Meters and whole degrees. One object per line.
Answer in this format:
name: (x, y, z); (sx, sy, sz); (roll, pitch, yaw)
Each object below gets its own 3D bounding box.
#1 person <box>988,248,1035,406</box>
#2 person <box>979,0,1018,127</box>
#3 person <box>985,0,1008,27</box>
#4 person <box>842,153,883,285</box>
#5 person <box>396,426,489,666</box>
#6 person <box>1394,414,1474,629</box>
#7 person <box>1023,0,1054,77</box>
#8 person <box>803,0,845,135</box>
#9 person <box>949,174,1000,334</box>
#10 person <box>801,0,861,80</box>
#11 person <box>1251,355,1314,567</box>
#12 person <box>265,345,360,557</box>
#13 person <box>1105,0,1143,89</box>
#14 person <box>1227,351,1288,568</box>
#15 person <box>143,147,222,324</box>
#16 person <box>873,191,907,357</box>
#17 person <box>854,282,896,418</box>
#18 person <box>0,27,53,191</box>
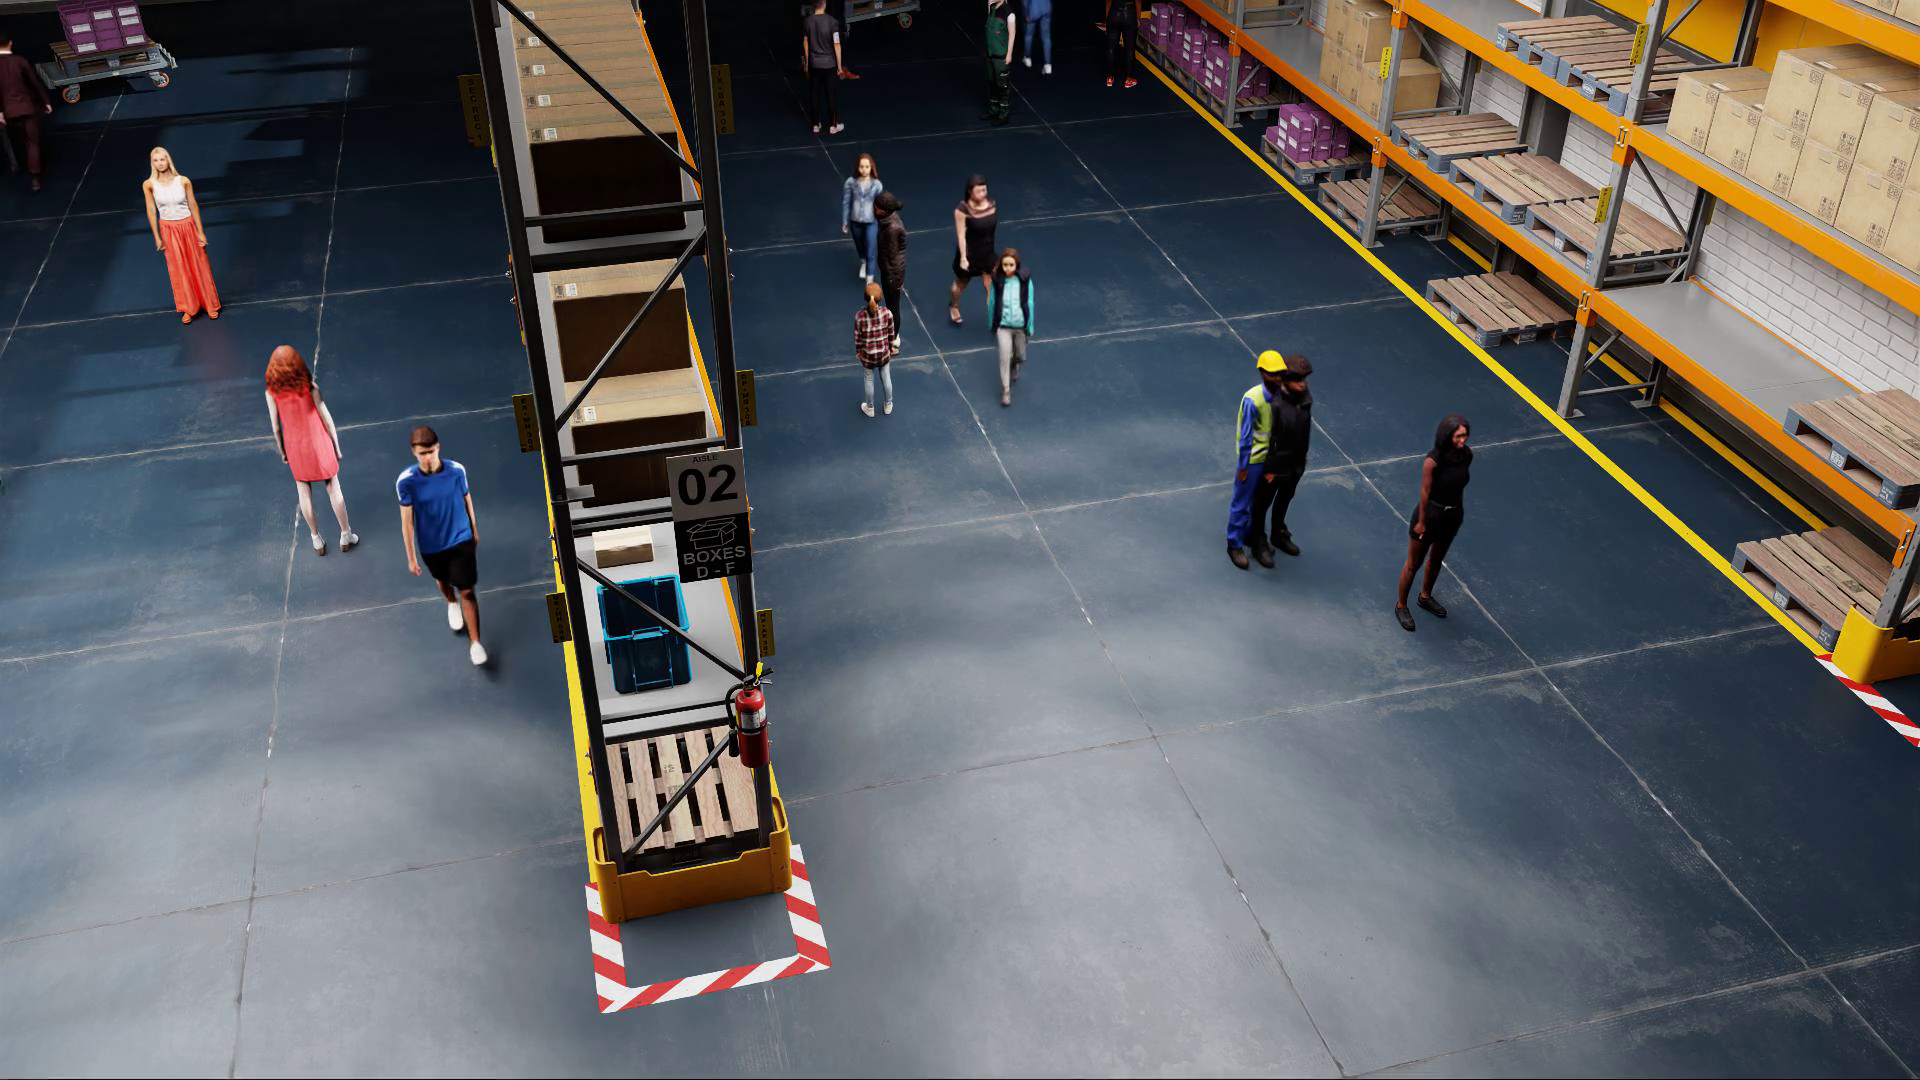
person: (0.481, -2.013, 15.343); (0.680, 1.483, 0.879); (-1, 34, -1)
person: (0.502, -6.293, 21.461); (0.765, 1.839, 0.625); (-19, 38, -26)
person: (0.556, -8.508, 25.042); (0.528, 1.565, 0.501); (-9, 35, -13)
person: (-1.006, -3.339, 17.374); (0.799, 1.443, 1.073); (3, 34, 4)
person: (-3.753, -0.035, 12.064); (0.796, 1.819, 1.253); (-13, 36, -19)
person: (3.537, -0.158, 12.320); (0.648, 1.740, 0.592); (-18, 37, -24)
person: (1.123, -7.335, 23.087); (0.692, 1.773, 1.143); (-8, 34, -11)
person: (-1.763, -6.067, 21.190); (0.718, 1.763, 0.706); (8, 34, 12)
person: (0.084, -2.803, 16.370); (0.888, 1.661, 1.144); (-22, 39, -29)
person: (-1.831, -7.206, 22.875); (1.040, 1.795, 1.104); (6, 34, 9)
person: (2.528, -0.655, 13.033); (0.694, 1.778, 0.680); (-20, 39, -28)
person: (-5.106, -0.698, 13.053); (0.609, 1.828, 0.526); (-6, 34, -9)
person: (2.221, -7.118, 22.722); (0.767, 1.816, 0.789); (10, 35, 14)
person: (2.355, -0.665, 13.017); (0.727, 1.813, 0.686); (-19, 38, -27)
person: (-7.795, -3.058, 16.628); (0.656, 1.802, 0.620); (-13, 36, -19)
person: (-0.647, -2.575, 16.029); (0.633, 1.660, 0.560); (10, 35, 15)
person: (-0.768, -1.729, 15.076); (0.518, 1.305, 0.507); (-8, 34, -12)
person: (-11.059, -5.027, 19.578); (0.779, 1.815, 1.196); (-5, 34, -8)
